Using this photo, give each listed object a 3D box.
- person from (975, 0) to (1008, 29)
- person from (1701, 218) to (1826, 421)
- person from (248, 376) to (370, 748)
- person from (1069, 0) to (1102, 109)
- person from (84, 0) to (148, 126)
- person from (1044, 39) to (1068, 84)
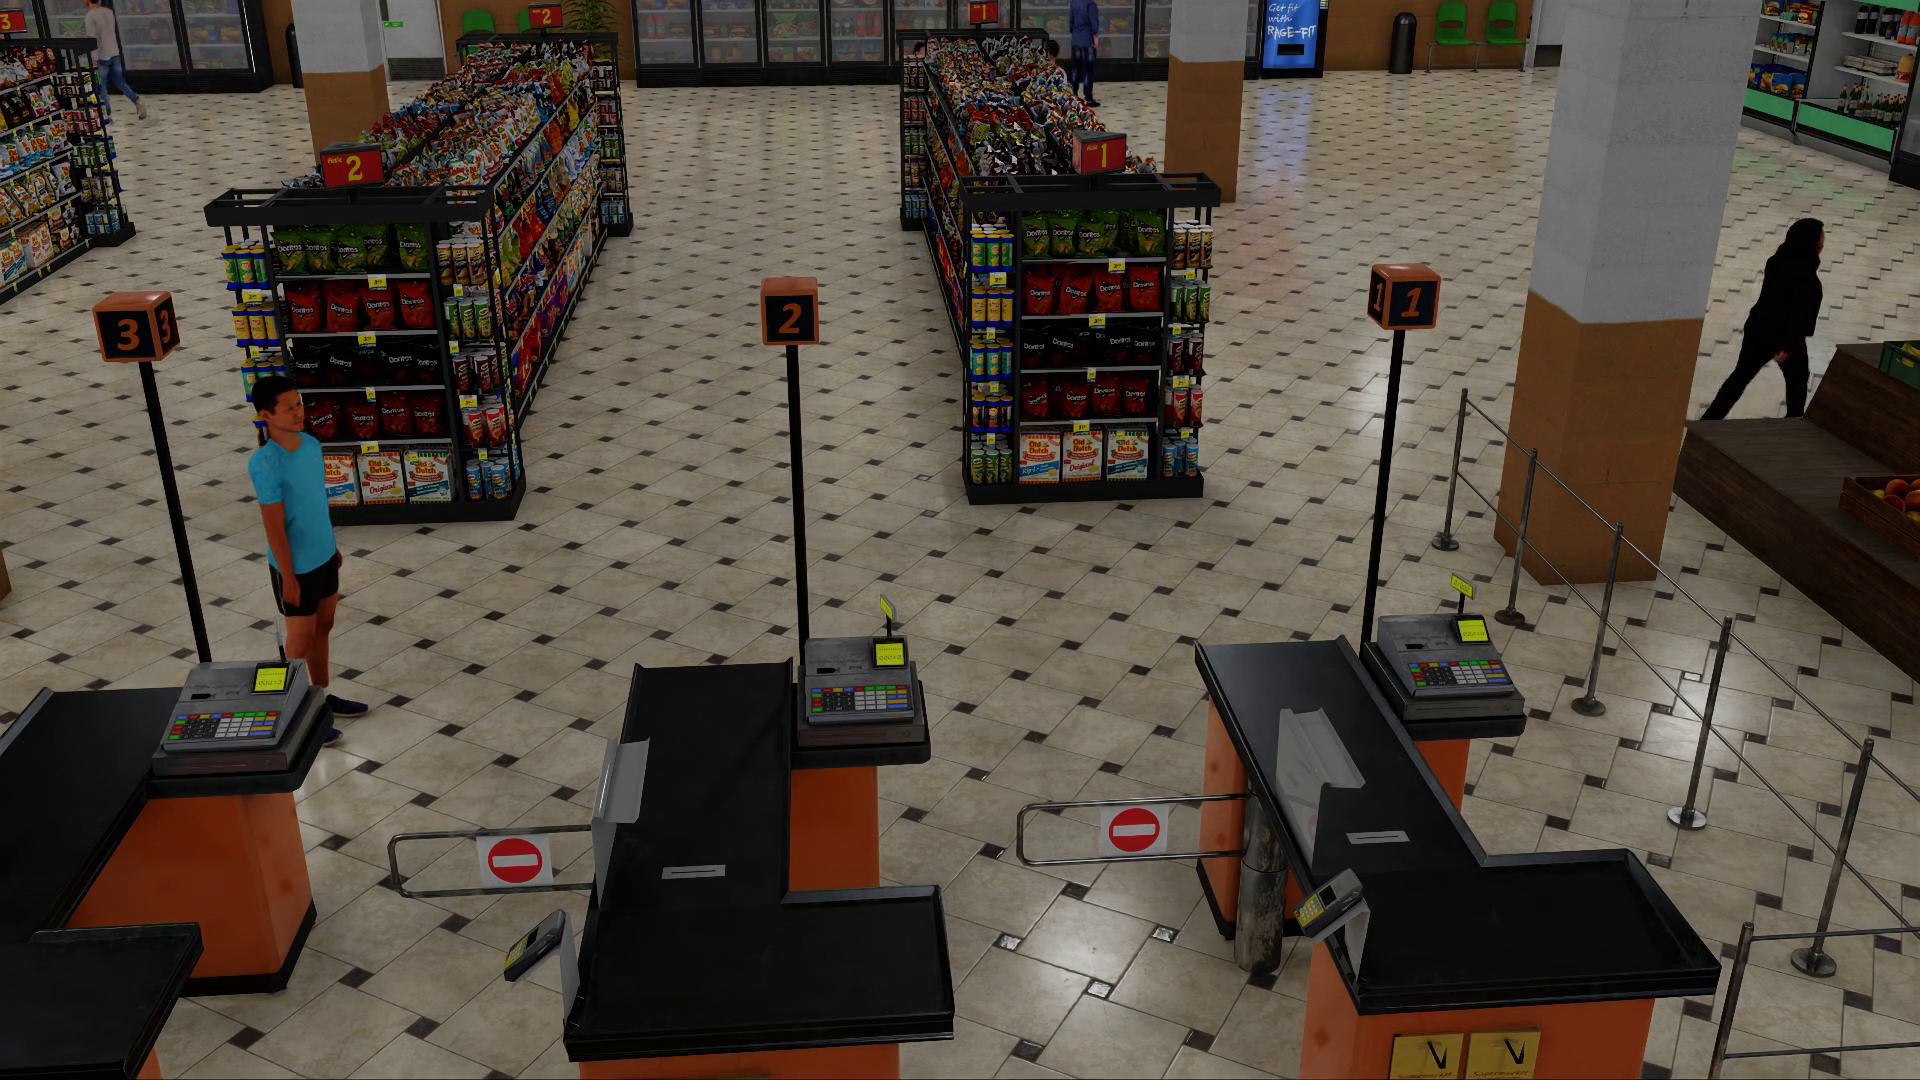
[{"bbox_3d":[0.455,-7.829,25.753,0.811,1.832,0.997,3,24,8],"label":"person"},{"bbox_3d":[5.465,-1.369,11.320,0.795,1.568,1.110,-5,24,-12],"label":"person"},{"bbox_3d":[-3.065,0.090,7.730,0.722,1.773,0.520,3,24,7],"label":"person"},{"bbox_3d":[1.855,-7.390,24.757,0.856,1.826,0.769,-22,32,-40],"label":"person"},{"bbox_3d":[-11.860,-6.750,23.218,1.029,1.887,1.096,8,25,18],"label":"person"},{"bbox_3d":[1.061,-4.529,18.241,1.121,1.808,1.047,20,30,37],"label":"person"}]
